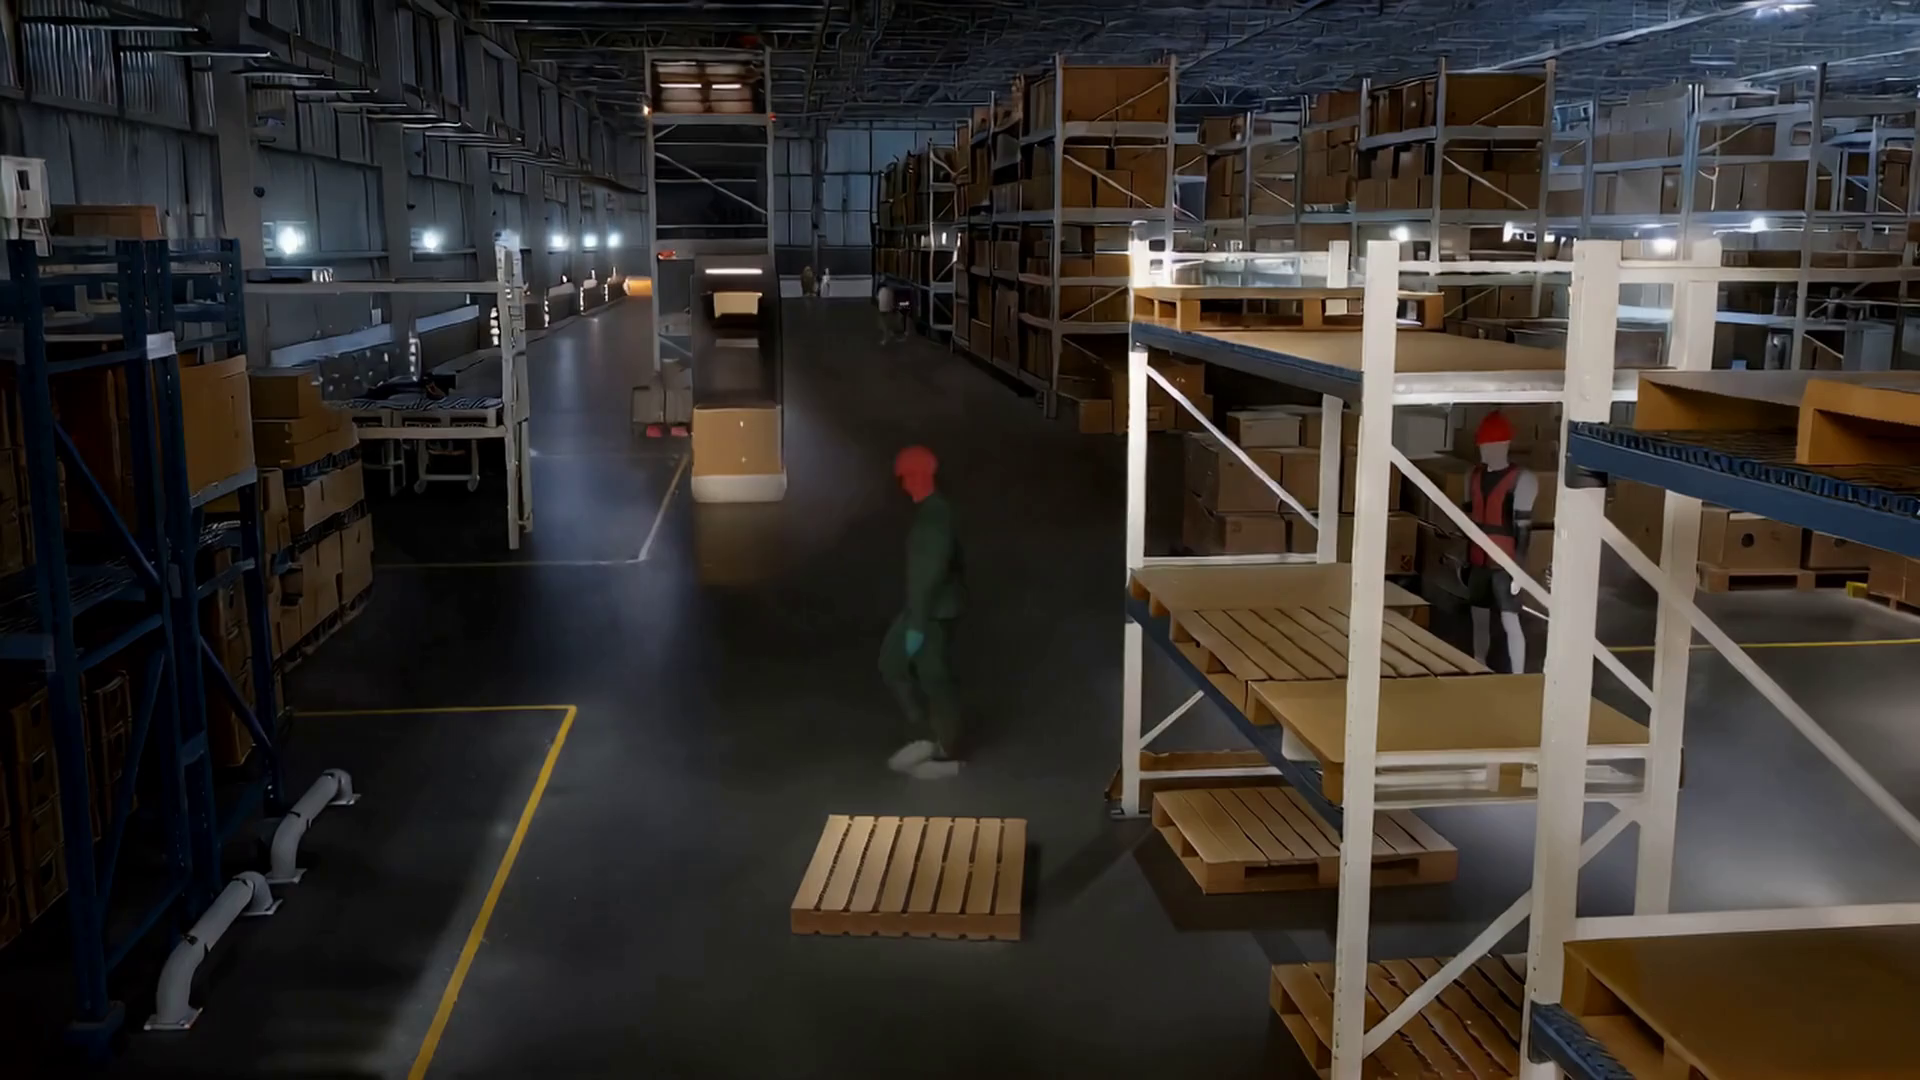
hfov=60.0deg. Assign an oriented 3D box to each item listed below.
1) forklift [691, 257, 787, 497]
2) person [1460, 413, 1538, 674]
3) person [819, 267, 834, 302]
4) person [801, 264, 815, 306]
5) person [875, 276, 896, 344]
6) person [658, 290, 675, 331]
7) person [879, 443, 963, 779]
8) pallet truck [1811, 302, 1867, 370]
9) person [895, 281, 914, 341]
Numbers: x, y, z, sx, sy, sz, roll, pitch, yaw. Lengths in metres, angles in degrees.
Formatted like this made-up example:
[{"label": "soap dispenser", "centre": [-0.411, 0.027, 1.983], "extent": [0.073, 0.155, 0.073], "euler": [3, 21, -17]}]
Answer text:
[{"label": "forklift", "centre": [-2.682, -2.006, 20.050], "extent": [1.129, 2.768, 1.873], "euler": [-1, 10, -6]}, {"label": "person", "centre": [3.475, 0.133, 10.860], "extent": [0.397, 1.928, 0.540], "euler": [-7, 12, -34]}, {"label": "person", "centre": [-6.591, -12.549, 81.679], "extent": [0.820, 1.715, 0.605], "euler": [-2, 10, -9]}, {"label": "person", "centre": [-7.031, -11.799, 77.010], "extent": [0.651, 1.906, 0.403], "euler": [0, 10, 0]}, {"label": "person", "centre": [-2.190, -6.688, 48.479], "extent": [0.538, 1.977, 0.629], "euler": [-2, 10, -10]}, {"label": "person", "centre": [-8.560, -6.655, 48.526], "extent": [0.639, 1.902, 0.407], "euler": [-5, 12, -27]}, {"label": "person", "centre": [-0.239, 0.412, 9.321], "extent": [0.572, 1.917, 0.655], "euler": [-3, 11, -14]}, {"label": "pallet truck", "centre": [15.846, -3.142, 28.793], "extent": [1.885, 1.965, 0.823], "euler": [2, 10, 12]}, {"label": "person", "centre": [-1.695, -6.906, 50.186], "extent": [0.590, 1.793, 0.979], "euler": [-1, 10, -8]}]
